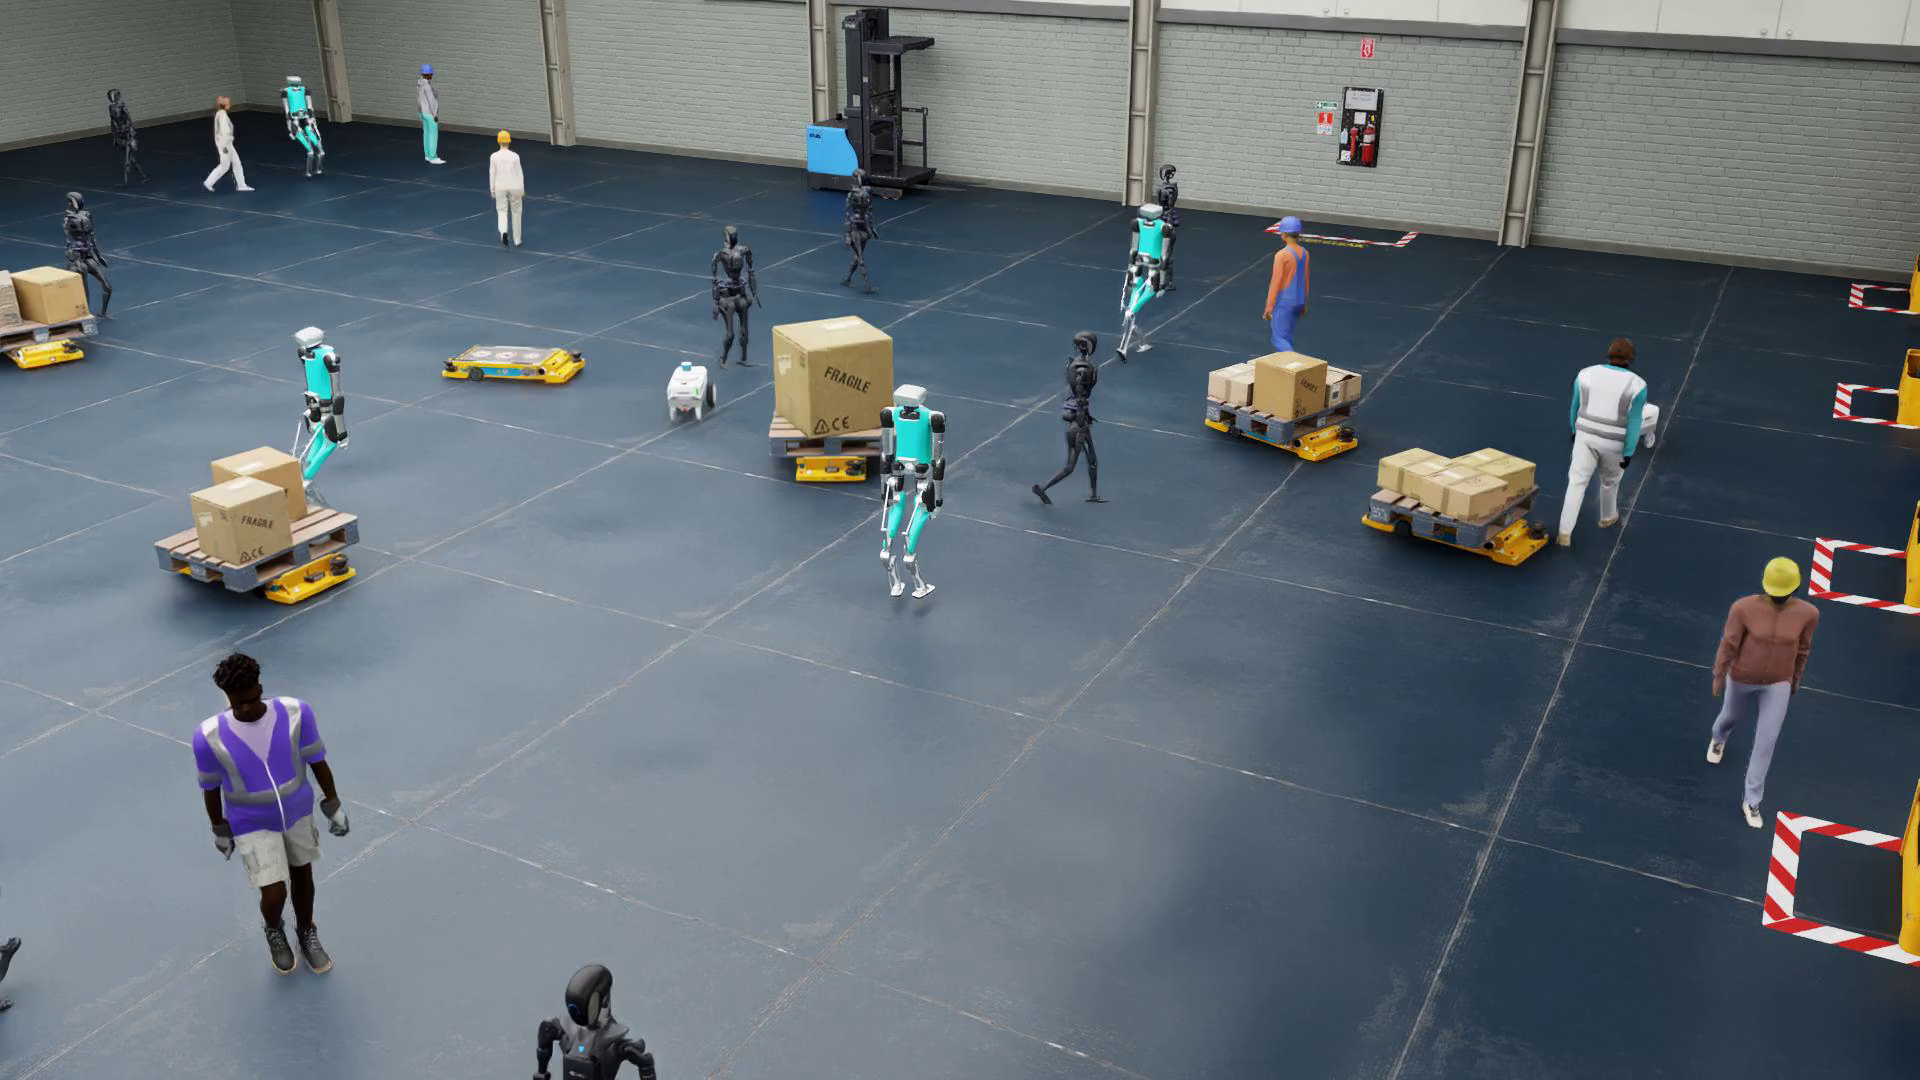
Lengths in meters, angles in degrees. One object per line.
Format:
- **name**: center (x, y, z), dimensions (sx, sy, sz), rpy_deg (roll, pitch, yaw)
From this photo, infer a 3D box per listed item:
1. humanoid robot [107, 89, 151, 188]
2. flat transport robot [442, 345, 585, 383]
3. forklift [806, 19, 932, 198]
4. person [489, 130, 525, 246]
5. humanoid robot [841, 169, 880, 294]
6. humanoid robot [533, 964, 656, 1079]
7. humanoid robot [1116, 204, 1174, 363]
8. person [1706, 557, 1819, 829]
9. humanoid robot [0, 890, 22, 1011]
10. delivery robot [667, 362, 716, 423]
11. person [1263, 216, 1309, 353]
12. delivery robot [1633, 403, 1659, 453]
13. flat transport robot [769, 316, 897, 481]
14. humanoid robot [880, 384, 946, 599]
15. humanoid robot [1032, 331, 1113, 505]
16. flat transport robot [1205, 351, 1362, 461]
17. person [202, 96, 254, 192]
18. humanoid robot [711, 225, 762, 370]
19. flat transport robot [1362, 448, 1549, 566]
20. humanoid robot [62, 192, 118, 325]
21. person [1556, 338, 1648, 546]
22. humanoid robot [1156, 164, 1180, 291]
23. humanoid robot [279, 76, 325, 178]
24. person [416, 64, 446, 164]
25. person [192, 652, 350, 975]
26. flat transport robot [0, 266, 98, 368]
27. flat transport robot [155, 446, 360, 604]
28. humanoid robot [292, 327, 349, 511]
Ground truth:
- **humanoid robot**: center (-14.288, -6.877, 28.442), dimensions (0.614, 1.626, 0.761), rpy_deg (13, 27, 28)
- **flat transport robot**: center (-5.041, -1.985, 18.783), dimensions (1.431, 0.231, 0.659), rpy_deg (3, 23, 7)
- **forklift**: center (-1.573, -7.292, 27.850), dimensions (1.873, 2.768, 1.129), rpy_deg (12, 26, 25)
- **person**: center (-6.593, -5.097, 24.239), dimensions (0.474, 1.684, 0.498), rpy_deg (-4, 24, -10)
- **humanoid robot**: center (-1.317, -4.096, 21.972), dimensions (0.779, 1.628, 0.616), rpy_deg (15, 28, 32)
- **humanoid robot**: center (-1.443, 2.404, 6.810), dimensions (0.595, 1.638, 0.678), rpy_deg (7, 24, 15)
- **humanoid robot**: center (1.985, -2.923, 19.115), dimensions (0.540, 1.762, 0.964), rpy_deg (18, 29, 35)
- **person**: center (4.990, 0.824, 10.420), dimensions (0.530, 1.702, 0.933), rpy_deg (6, 24, 14)
- **humanoid robot**: center (-5.044, 1.691, 8.455), dimensions (0.605, 1.642, 0.453), rpy_deg (10, 25, 23)
- **delivery robot**: center (-2.853, -1.573, 17.456), dimensions (0.499, 0.590, 0.793), rpy_deg (-1, 23, -1)
- **person**: center (3.620, -2.546, 18.060), dimensions (0.578, 1.887, 0.769), rpy_deg (-16, 28, -32)
- **delivery robot**: center (6.553, -1.130, 16.451), dimensions (0.814, 0.610, 0.499), rpy_deg (-16, 28, -32)
- **flat transport robot**: center (-1.214, -0.897, 16.252), dimensions (0.659, 0.231, 1.431), rpy_deg (-1, 23, -1)
- **humanoid robot**: center (-0.440, -0.315, 12.866), dimensions (0.533, 1.677, 0.735), rpy_deg (8, 24, 18)
- **humanoid robot**: center (1.025, -1.098, 14.971), dimensions (0.687, 1.636, 0.609), rpy_deg (3, 23, 7)
- **flat transport robot**: center (3.270, -1.141, 16.818), dimensions (0.659, 0.231, 1.431), rpy_deg (-19, 30, -37)
- **person**: center (-12.392, -6.625, 27.885), dimensions (0.723, 1.604, 0.548), rpy_deg (-8, 25, -18)
- **humanoid robot**: center (-2.542, -2.750, 18.777), dimensions (0.611, 1.650, 0.316), rpy_deg (-18, 29, -35)
- **flat transport robot**: center (4.297, -0.130, 14.465), dimensions (1.431, 0.231, 0.659), rpy_deg (19, 29, 37)
- **humanoid robot**: center (-10.756, -3.455, 20.424), dimensions (0.368, 1.642, 0.612), rpy_deg (3, 23, 8)
- **person**: center (5.481, -0.839, 14.217), dimensions (0.648, 1.788, 1.005), rpy_deg (17, 29, 35)
- **humanoid robot**: center (2.729, -4.137, 21.991), dimensions (0.315, 1.657, 0.599), rpy_deg (-2, 23, -4)
- **humanoid robot**: center (-11.291, -7.114, 28.737), dimensions (0.531, 1.692, 0.745), rpy_deg (-21, 31, -39)
- **person**: center (-9.693, -7.783, 30.382), dimensions (0.358, 1.773, 0.541), rpy_deg (-15, 28, -32)
- **person**: center (-3.560, 1.448, 8.680), dimensions (0.633, 1.941, 0.443), rpy_deg (-19, 30, -37)
- **flat transport robot**: center (-10.889, -2.305, 19.528), dimensions (0.659, 0.231, 1.431), rpy_deg (-20, 30, -39)
- **flat transport robot**: center (-5.747, 0.200, 13.696), dimensions (1.431, 0.231, 0.659), rpy_deg (13, 26, 27)
- **humanoid robot**: center (-5.650, -0.892, 14.456), dimensions (0.543, 1.864, 0.662), rpy_deg (19, 29, 37)
